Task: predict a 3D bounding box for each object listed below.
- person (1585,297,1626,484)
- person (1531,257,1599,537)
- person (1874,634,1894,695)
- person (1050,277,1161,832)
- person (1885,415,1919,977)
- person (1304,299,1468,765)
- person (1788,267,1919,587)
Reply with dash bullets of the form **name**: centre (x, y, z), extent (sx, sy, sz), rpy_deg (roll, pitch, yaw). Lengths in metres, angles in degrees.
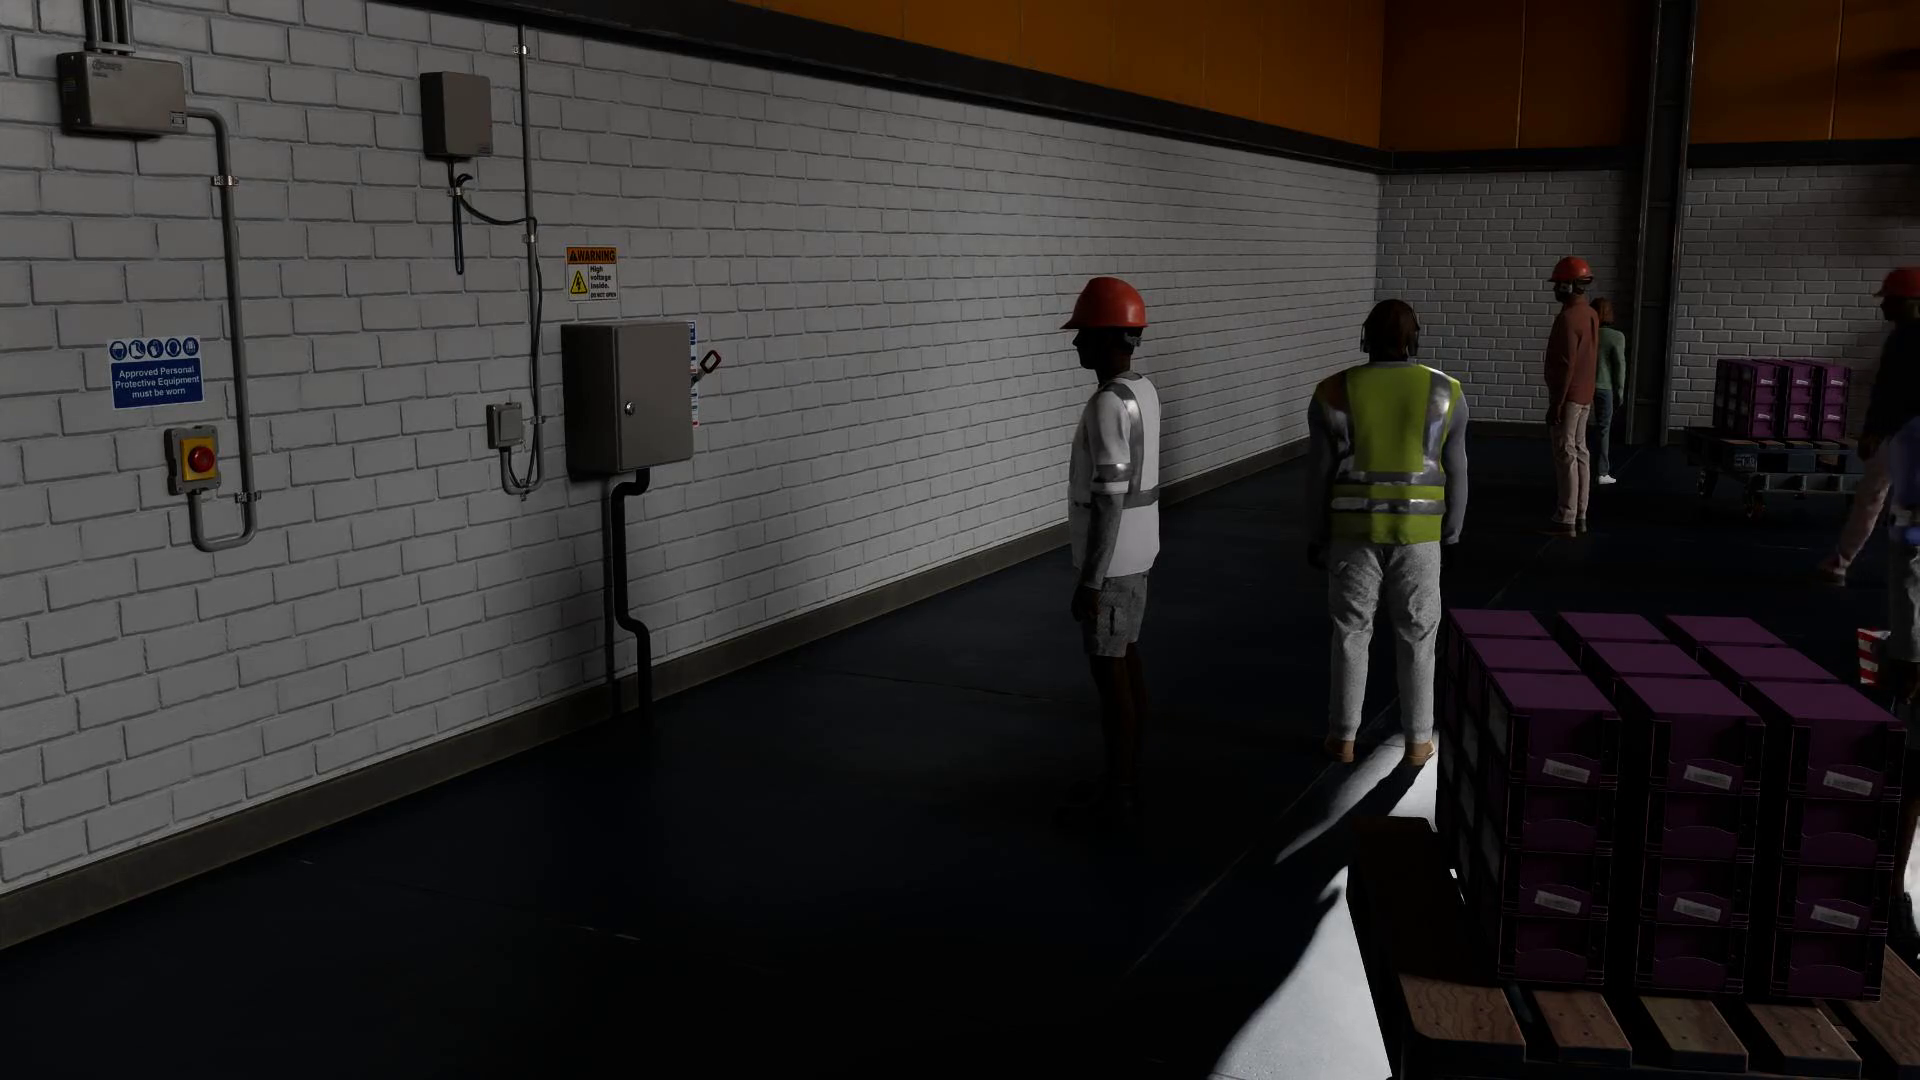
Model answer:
- **person**: centre (5.585, -1.309, 14.627), extent (0.507, 1.633, 0.274), rpy_deg (8, 13, 40)
- **person**: centre (4.351, -1.024, 11.934), extent (0.396, 1.992, 0.623), rpy_deg (8, 12, 38)
- **person**: centre (4.436, -0.116, 7.245), extent (0.587, 1.799, 0.518), rpy_deg (-3, 10, -19)
- **person**: centre (0.515, 0.057, 5.845), extent (0.354, 1.939, 0.545), rpy_deg (3, 10, 17)
- **person**: centre (2.838, 0.263, 4.642), extent (0.545, 1.941, 0.350), rpy_deg (-2, 10, -14)
- **person**: centre (1.675, -0.023, 6.582), extent (0.621, 1.845, 0.429), rpy_deg (2, 10, 12)
- **person**: centre (5.653, -0.654, 9.970), extent (1.046, 1.948, 0.628), rpy_deg (3, 10, 16)
